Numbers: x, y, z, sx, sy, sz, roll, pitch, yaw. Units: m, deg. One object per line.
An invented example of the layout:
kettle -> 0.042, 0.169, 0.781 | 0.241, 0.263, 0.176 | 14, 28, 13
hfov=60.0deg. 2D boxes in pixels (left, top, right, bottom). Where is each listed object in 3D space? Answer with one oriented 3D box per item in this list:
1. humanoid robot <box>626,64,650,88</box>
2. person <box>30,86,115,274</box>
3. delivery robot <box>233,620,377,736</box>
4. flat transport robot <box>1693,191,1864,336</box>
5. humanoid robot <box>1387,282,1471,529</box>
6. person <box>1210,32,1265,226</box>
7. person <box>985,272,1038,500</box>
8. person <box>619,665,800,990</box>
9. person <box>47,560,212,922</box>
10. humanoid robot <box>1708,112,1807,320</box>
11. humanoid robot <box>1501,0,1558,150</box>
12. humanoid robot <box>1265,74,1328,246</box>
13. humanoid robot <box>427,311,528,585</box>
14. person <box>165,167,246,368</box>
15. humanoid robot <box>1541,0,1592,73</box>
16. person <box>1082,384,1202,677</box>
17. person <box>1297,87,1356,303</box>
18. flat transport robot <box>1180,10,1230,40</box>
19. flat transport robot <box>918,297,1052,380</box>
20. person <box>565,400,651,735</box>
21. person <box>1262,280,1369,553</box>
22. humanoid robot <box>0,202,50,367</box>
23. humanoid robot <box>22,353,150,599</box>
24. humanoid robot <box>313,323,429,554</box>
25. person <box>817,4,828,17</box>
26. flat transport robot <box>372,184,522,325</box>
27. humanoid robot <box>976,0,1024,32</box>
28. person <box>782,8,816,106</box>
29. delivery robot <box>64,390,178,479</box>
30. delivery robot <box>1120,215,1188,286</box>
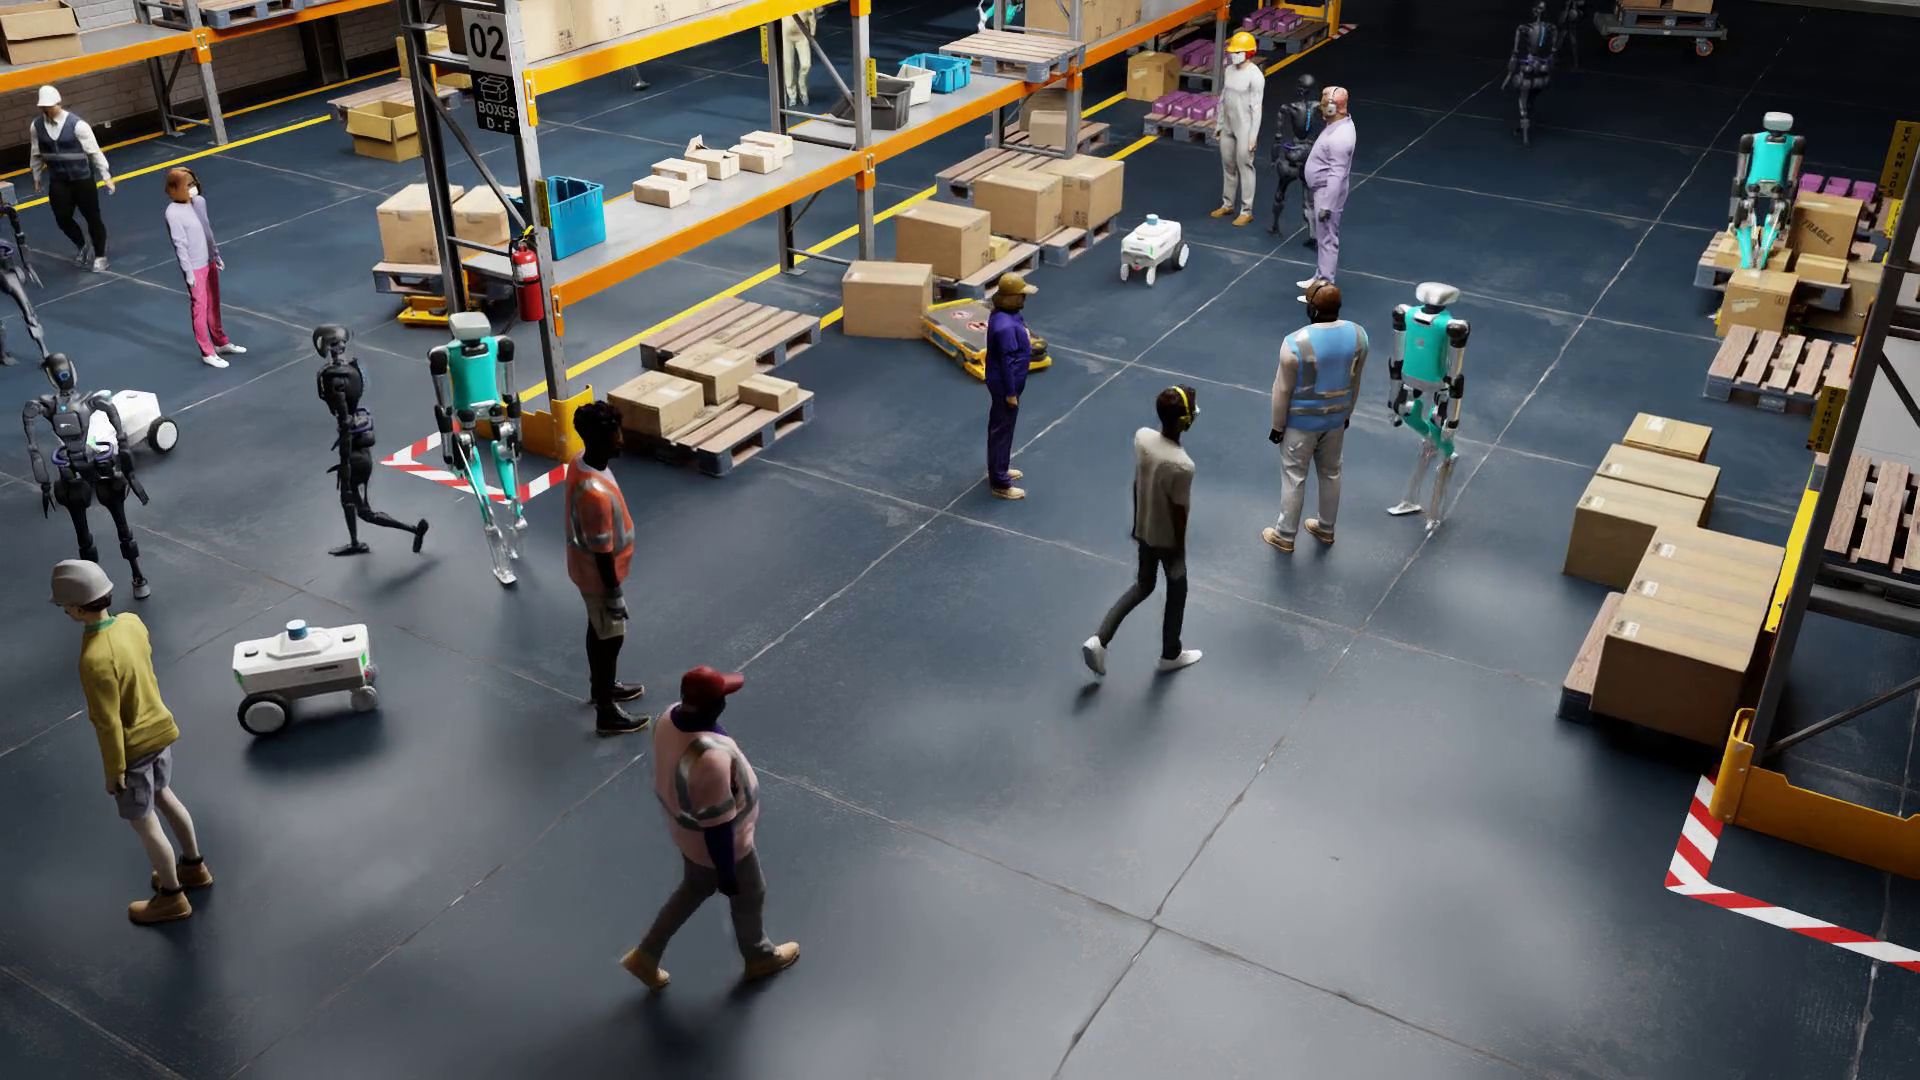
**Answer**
humanoid robot -> -4.160, -6.514, 21.022 | 0.546, 1.816, 0.761 | 23, 37, 35
person -> -8.143, -3.304, 15.284 | 0.740, 1.746, 0.472 | -4, 30, -7
delivery robot -> -3.692, 0.718, 9.358 | 0.753, 0.571, 0.499 | -9, 31, -15
flat transport robot -> 7.190, -2.160, 14.763 | 0.659, 0.231, 1.431 | 16, 33, 27
humanoid robot -> 3.170, -0.920, 11.052 | 0.707, 1.762, 0.532 | -26, 39, -38
person -> 2.756, -4.093, 16.540 | 0.379, 1.888, 0.563 | -18, 34, -29
person -> 0.347, -1.076, 11.467 | 0.351, 1.622, 0.462 | -1, 29, -1
person -> -1.123, 1.272, 7.207 | 0.749, 1.726, 0.616 | -17, 34, -27
person -> -3.808, 0.923, 7.682 | 0.412, 1.879, 0.488 | -1, 29, -1
humanoid robot -> 6.829, -2.695, 14.202 | 0.590, 1.768, 0.778 | 6, 30, 10
humanoid robot -> 6.507, -5.335, 19.006 | 0.609, 1.620, 0.794 | -6, 30, -11
humanoid robot -> 3.275, -3.656, 16.021 | 0.587, 1.637, 0.725 | -7, 30, -13
humanoid robot -> -2.911, -0.515, 10.380 | 0.553, 1.807, 0.828 | -19, 34, -30
person -> -6.149, -2.219, 13.477 | 0.288, 1.633, 0.499 | 3, 30, 6
humanoid robot -> 8.088, -7.071, 22.043 | 0.677, 1.634, 0.608 | 21, 36, 32
person -> 1.073, -0.009, 9.359 | 0.739, 1.849, 0.522 | -18, 34, -28
person -> 3.220, -3.035, 14.654 | 0.406, 1.903, 0.636 | 6, 30, 10
flat transport robot -> 3.358, -7.542, 24.283 | 0.659, 0.231, 1.431 | 17, 34, 27
flat transport robot -> 0.121, -1.724, 13.992 | 0.659, 0.231, 1.431 | -15, 33, -25
person -> -1.917, 0.147, 8.975 | 0.393, 1.955, 0.603 | -8, 30, -13
person -> 2.277, -0.792, 10.760 | 0.622, 1.836, 0.431 | -11, 31, -19
humanoid robot -> -7.681, -2.127, 13.296 | 0.736, 1.629, 0.590 | 21, 36, 33
humanoid robot -> -5.311, -0.373, 10.154 | 0.599, 1.659, 0.315 | -8, 30, -14
humanoid robot -> -3.841, -0.638, 10.652 | 0.616, 1.636, 0.589 | -10, 31, -17
person -> -2.311, -8.635, 24.563 | 0.503, 1.900, 0.980 | 10, 31, 17
flat transport robot -> -4.448, -2.268, 14.954 | 0.659, 0.231, 1.431 | 4, 30, 7
humanoid robot -> 0.525, -7.215, 22.255 | 0.762, 1.821, 0.542 | -24, 37, -36
person -> -2.041, -6.184, 20.387 | 0.584, 1.732, 0.475 | -5, 30, -9
delivery robot -> -6.138, -0.795, 12.049 | 0.499, 0.586, 0.765 | 8, 30, 13
delivery robot -> 1.782, -2.731, 15.483 | 0.499, 0.596, 0.795 | 15, 33, 25
